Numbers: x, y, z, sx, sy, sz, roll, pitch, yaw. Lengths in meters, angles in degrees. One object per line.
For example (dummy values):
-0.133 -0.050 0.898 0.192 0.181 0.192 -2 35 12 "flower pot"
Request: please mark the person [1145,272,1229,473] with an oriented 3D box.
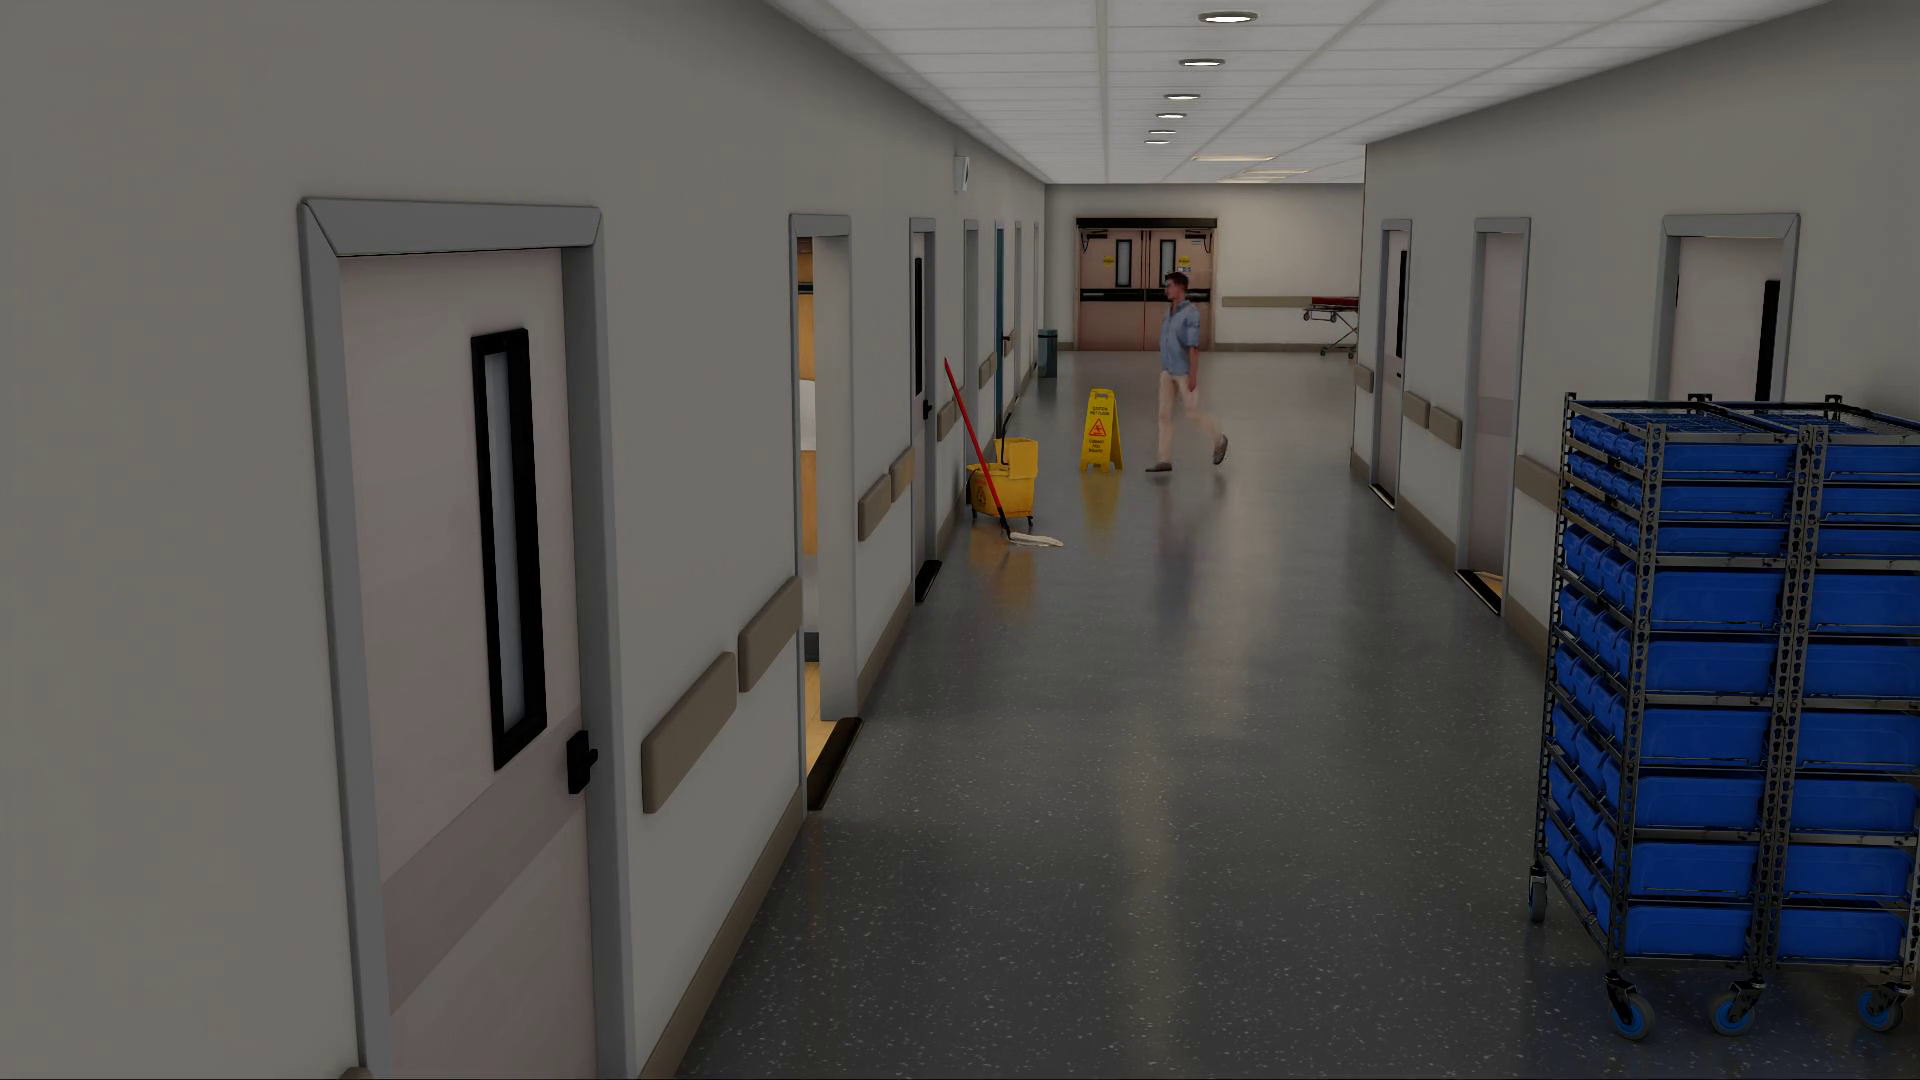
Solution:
2.111 -1.529 15.352 1.139 1.812 1.168 -7 13 -34 "person"
